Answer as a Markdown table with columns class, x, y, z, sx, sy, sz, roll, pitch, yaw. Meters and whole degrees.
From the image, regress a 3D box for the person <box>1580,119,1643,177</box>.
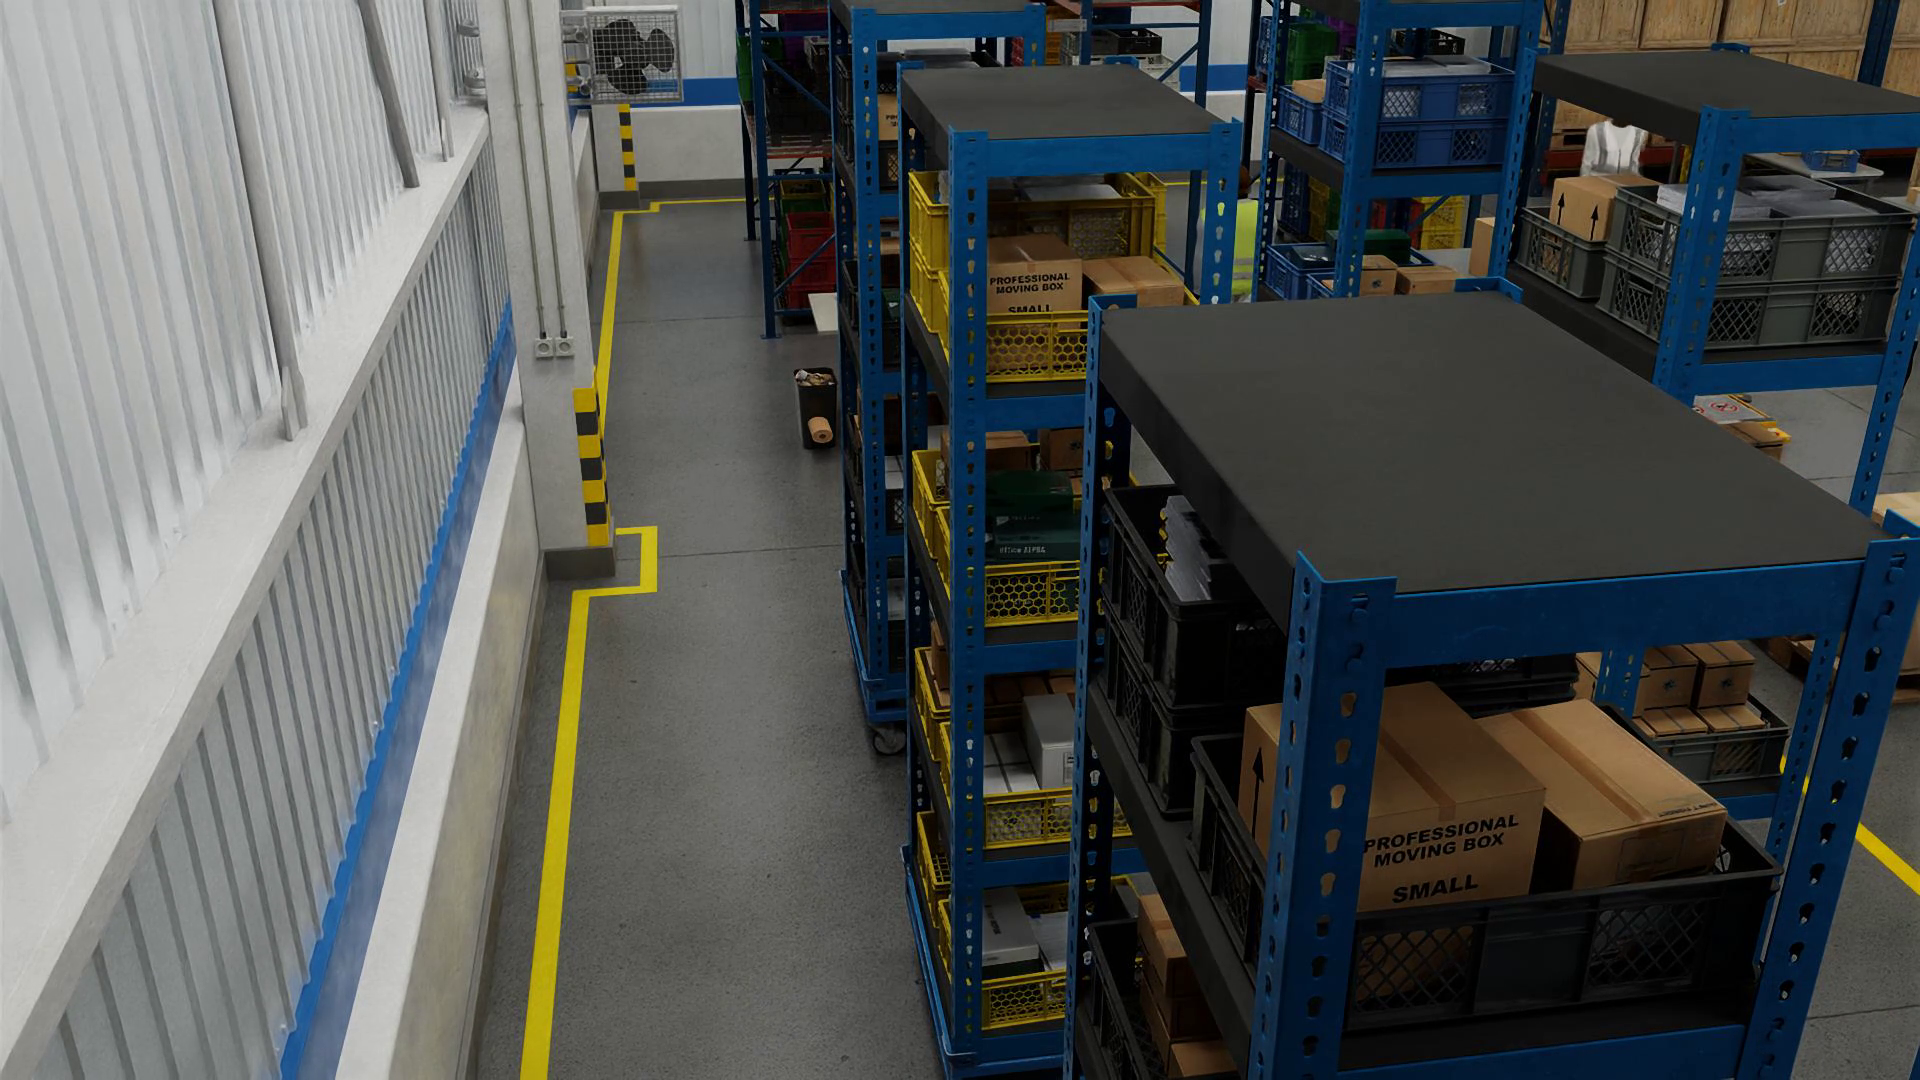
| class | x | y | z | sx | sy | sz | roll | pitch | yaw |
| --- | --- | --- | --- | --- | --- | --- | --- | --- | --- |
| person | 5.980 | -3.184 | 15.305 | 0.612 | 1.869 | 0.449 | -5 | 25 | -12 |

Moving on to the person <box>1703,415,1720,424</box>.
| class | x | y | z | sx | sy | sz | roll | pitch | yaw |
| --- | --- | --- | --- | --- | --- | --- | --- | --- | --- |
| person | 3.389 | -0.006 | 8.239 | 0.609 | 1.988 | 0.391 | -9 | 26 | -19 |

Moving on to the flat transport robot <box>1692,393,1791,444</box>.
| class | x | y | z | sx | sy | sz | roll | pitch | yaw |
| --- | --- | --- | --- | --- | --- | --- | --- | --- | --- |
| flat transport robot | 5.224 | -0.859 | 12.132 | 1.431 | 0.197 | 0.652 | -4 | 25 | -8 |

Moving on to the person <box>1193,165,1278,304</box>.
| class | x | y | z | sx | sy | sz | roll | pitch | yaw |
| --- | --- | --- | --- | --- | --- | --- | --- | --- | --- |
| person | 2.046 | -1.910 | 12.559 | 0.622 | 1.839 | 0.429 | -3 | 25 | -6 |

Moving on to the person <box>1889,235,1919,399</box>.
| class | x | y | z | sx | sy | sz | roll | pitch | yaw |
| --- | --- | --- | --- | --- | --- | --- | --- | --- | --- |
| person | 7.256 | -1.761 | 12.398 | 0.541 | 1.696 | 0.315 | 6 | 25 | 13 |
